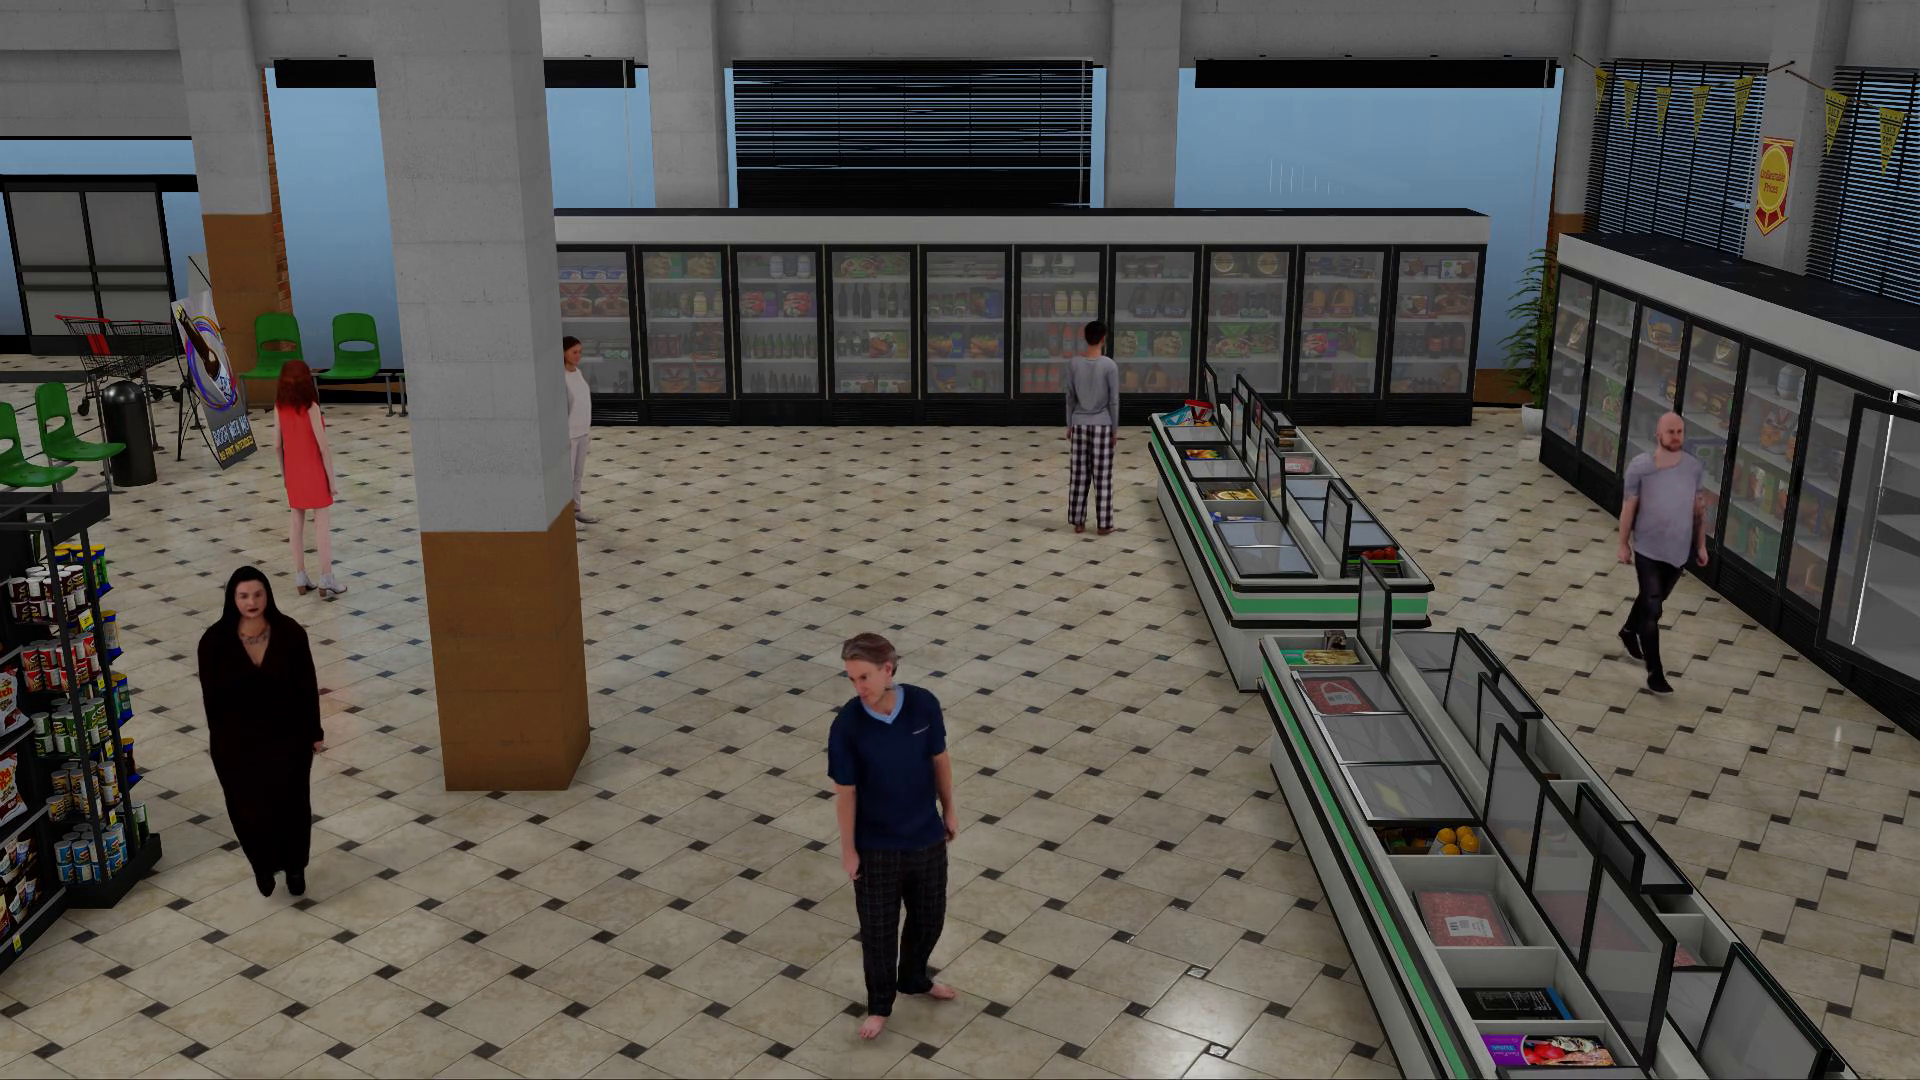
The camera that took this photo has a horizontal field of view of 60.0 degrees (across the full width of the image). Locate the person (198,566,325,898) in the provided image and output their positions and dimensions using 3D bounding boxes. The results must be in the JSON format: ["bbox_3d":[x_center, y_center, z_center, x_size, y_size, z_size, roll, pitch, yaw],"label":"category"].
[{"bbox_3d":[-3.447,0.941,8.197,0.801,1.742,0.828,-9,19,-27],"label":"person"}]

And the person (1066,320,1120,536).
[{"bbox_3d":[1.138,-0.965,14.293,0.697,1.847,0.671,7,18,21],"label":"person"}]

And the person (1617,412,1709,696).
[{"bbox_3d":[4.622,0.044,11.058,0.773,1.797,1.229,-2,17,-6],"label":"person"}]

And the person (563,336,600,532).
[{"bbox_3d":[-3.396,-0.942,14.489,0.703,1.689,0.550,4,17,13],"label":"person"}]

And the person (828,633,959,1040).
[{"bbox_3d":[-0.261,1.240,7.046,0.854,1.838,0.806,-11,20,-32],"label":"person"}]

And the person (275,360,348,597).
[{"bbox_3d":[-4.996,-0.472,12.704,0.659,1.826,0.625,5,18,17],"label":"person"}]
